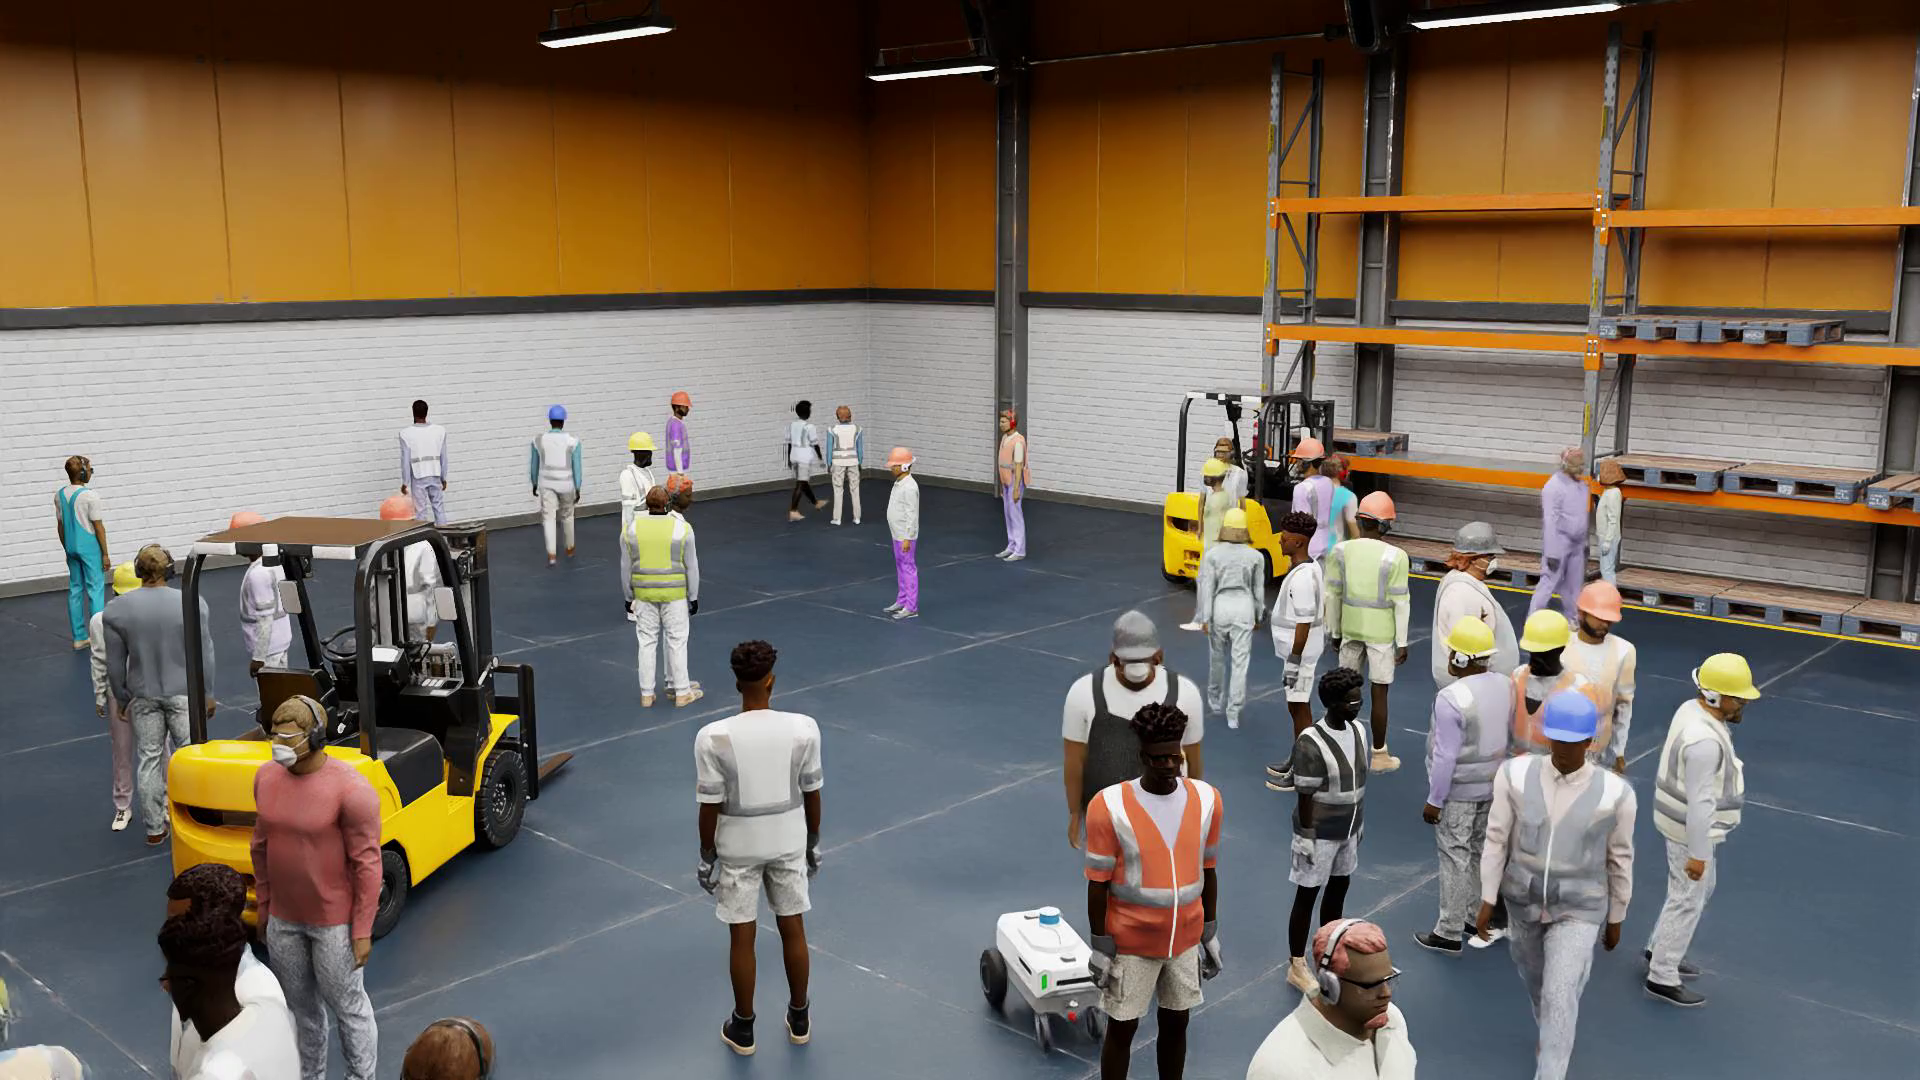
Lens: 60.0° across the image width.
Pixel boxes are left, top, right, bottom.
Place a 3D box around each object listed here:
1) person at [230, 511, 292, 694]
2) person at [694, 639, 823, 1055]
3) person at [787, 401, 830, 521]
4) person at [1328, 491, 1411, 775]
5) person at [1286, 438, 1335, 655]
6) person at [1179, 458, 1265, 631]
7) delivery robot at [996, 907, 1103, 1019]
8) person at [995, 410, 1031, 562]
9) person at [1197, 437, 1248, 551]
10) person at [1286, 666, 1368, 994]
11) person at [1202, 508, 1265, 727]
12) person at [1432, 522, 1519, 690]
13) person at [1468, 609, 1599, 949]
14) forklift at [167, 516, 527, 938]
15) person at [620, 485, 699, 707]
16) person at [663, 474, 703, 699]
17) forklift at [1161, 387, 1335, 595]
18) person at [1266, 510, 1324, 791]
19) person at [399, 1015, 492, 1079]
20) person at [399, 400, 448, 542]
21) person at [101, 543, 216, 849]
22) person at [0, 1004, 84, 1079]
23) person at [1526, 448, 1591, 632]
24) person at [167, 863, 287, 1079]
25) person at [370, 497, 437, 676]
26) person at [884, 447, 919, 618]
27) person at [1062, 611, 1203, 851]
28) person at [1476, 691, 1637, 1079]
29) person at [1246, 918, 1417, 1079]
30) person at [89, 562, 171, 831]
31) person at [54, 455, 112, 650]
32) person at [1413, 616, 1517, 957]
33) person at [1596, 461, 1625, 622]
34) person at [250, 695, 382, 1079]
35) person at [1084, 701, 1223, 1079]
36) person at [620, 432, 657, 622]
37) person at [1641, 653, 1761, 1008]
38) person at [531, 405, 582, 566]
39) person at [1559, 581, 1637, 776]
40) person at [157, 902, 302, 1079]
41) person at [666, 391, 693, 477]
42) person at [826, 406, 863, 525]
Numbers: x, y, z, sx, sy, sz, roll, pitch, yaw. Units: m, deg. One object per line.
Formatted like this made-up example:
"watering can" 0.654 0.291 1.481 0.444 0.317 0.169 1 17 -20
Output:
"person" -4.958 0.745 11.820 0.376 1.930 0.542 -2 10 -12
"person" -0.939 1.444 7.804 0.609 1.939 0.367 -4 11 -19
"person" -2.085 -1.116 23.164 0.888 1.650 0.545 -9 13 -41
"person" 2.950 0.663 11.965 0.611 2.043 0.375 8 13 38
"person" 3.185 0.081 15.279 0.379 2.044 0.607 7 12 36
"person" 2.579 0.056 16.276 0.761 1.740 0.535 4 11 21
"delivery robot" 0.435 2.036 8.114 0.477 0.478 0.707 -3 10 -17
"person" 0.647 -0.657 20.085 0.389 1.837 0.560 -2 10 -13
"person" 2.685 -0.135 17.069 0.505 1.847 0.344 3 10 18
"person" 1.873 1.461 8.429 0.533 1.694 0.319 -8 13 -40
"person" 2.179 0.587 13.338 0.500 1.698 0.856 1 10 3
"person" 3.311 0.885 10.707 0.538 2.000 0.682 2 10 9
"person" 3.117 1.290 8.827 0.661 1.899 0.605 -5 11 -28
"forklift" -3.583 0.976 9.748 1.214 2.155 2.313 2 10 11
"person" -2.457 0.460 13.693 0.636 1.842 0.429 0 10 1
"person" -2.370 0.388 13.975 0.355 1.887 0.574 -2 10 -11
"forklift" 3.298 -0.608 18.767 1.214 2.155 2.313 9 13 42
"person" 2.345 0.766 11.594 0.368 1.966 0.603 2 10 13
"person" -1.295 2.125 4.286 0.632 1.814 0.577 -6 12 -31
"person" -6.568 -0.761 20.424 0.589 1.920 0.398 -8 13 -39
"person" -5.003 0.980 10.456 0.629 1.940 0.379 -2 10 -9
"person" -2.828 2.051 4.792 0.923 1.779 0.599 6 12 31
"person" 5.855 0.033 16.088 0.742 1.881 0.551 -8 13 -39
"person" -2.245 1.916 5.181 0.392 1.920 0.587 -9 13 -42
"person" -4.356 0.568 12.997 0.549 1.880 1.024 -2 10 -11
"person" -0.593 -0.082 17.029 0.324 1.752 0.562 -3 10 -17
"person" 0.847 1.314 8.264 0.695 2.000 0.541 2 10 9
"person" 2.617 1.557 7.285 0.599 1.913 0.984 7 12 33
"person" 1.096 1.996 4.762 0.638 1.909 0.408 -9 14 -42
"person" -5.350 1.005 10.826 0.522 1.761 0.321 -5 11 -26
"person" -8.192 0.126 15.587 0.507 1.846 0.345 3 10 16
"person" 2.691 1.305 8.897 0.590 1.837 0.403 -8 13 -37
"person" 6.545 0.011 16.836 0.276 1.633 0.507 3 10 17
"person" -2.705 1.589 6.987 0.627 1.940 0.370 4 11 21
"person" 0.798 1.609 6.793 0.607 1.966 0.367 -4 11 -20
"person" -3.220 -0.135 16.830 0.370 1.929 0.585 2 10 9
"person" 3.677 1.428 8.264 0.428 1.812 0.611 4 11 21
"person" -4.836 -0.664 19.949 0.615 1.904 0.996 -1 10 -8
"person" 3.606 1.133 9.756 0.544 1.897 0.913 0 10 -2
"person" -2.023 1.980 4.753 0.446 1.960 0.651 -1 10 -4
"person" -3.609 -0.951 21.458 0.374 1.934 0.549 -2 10 -11
"person" -1.570 -1.013 22.688 0.514 1.631 0.318 -3 10 -18
